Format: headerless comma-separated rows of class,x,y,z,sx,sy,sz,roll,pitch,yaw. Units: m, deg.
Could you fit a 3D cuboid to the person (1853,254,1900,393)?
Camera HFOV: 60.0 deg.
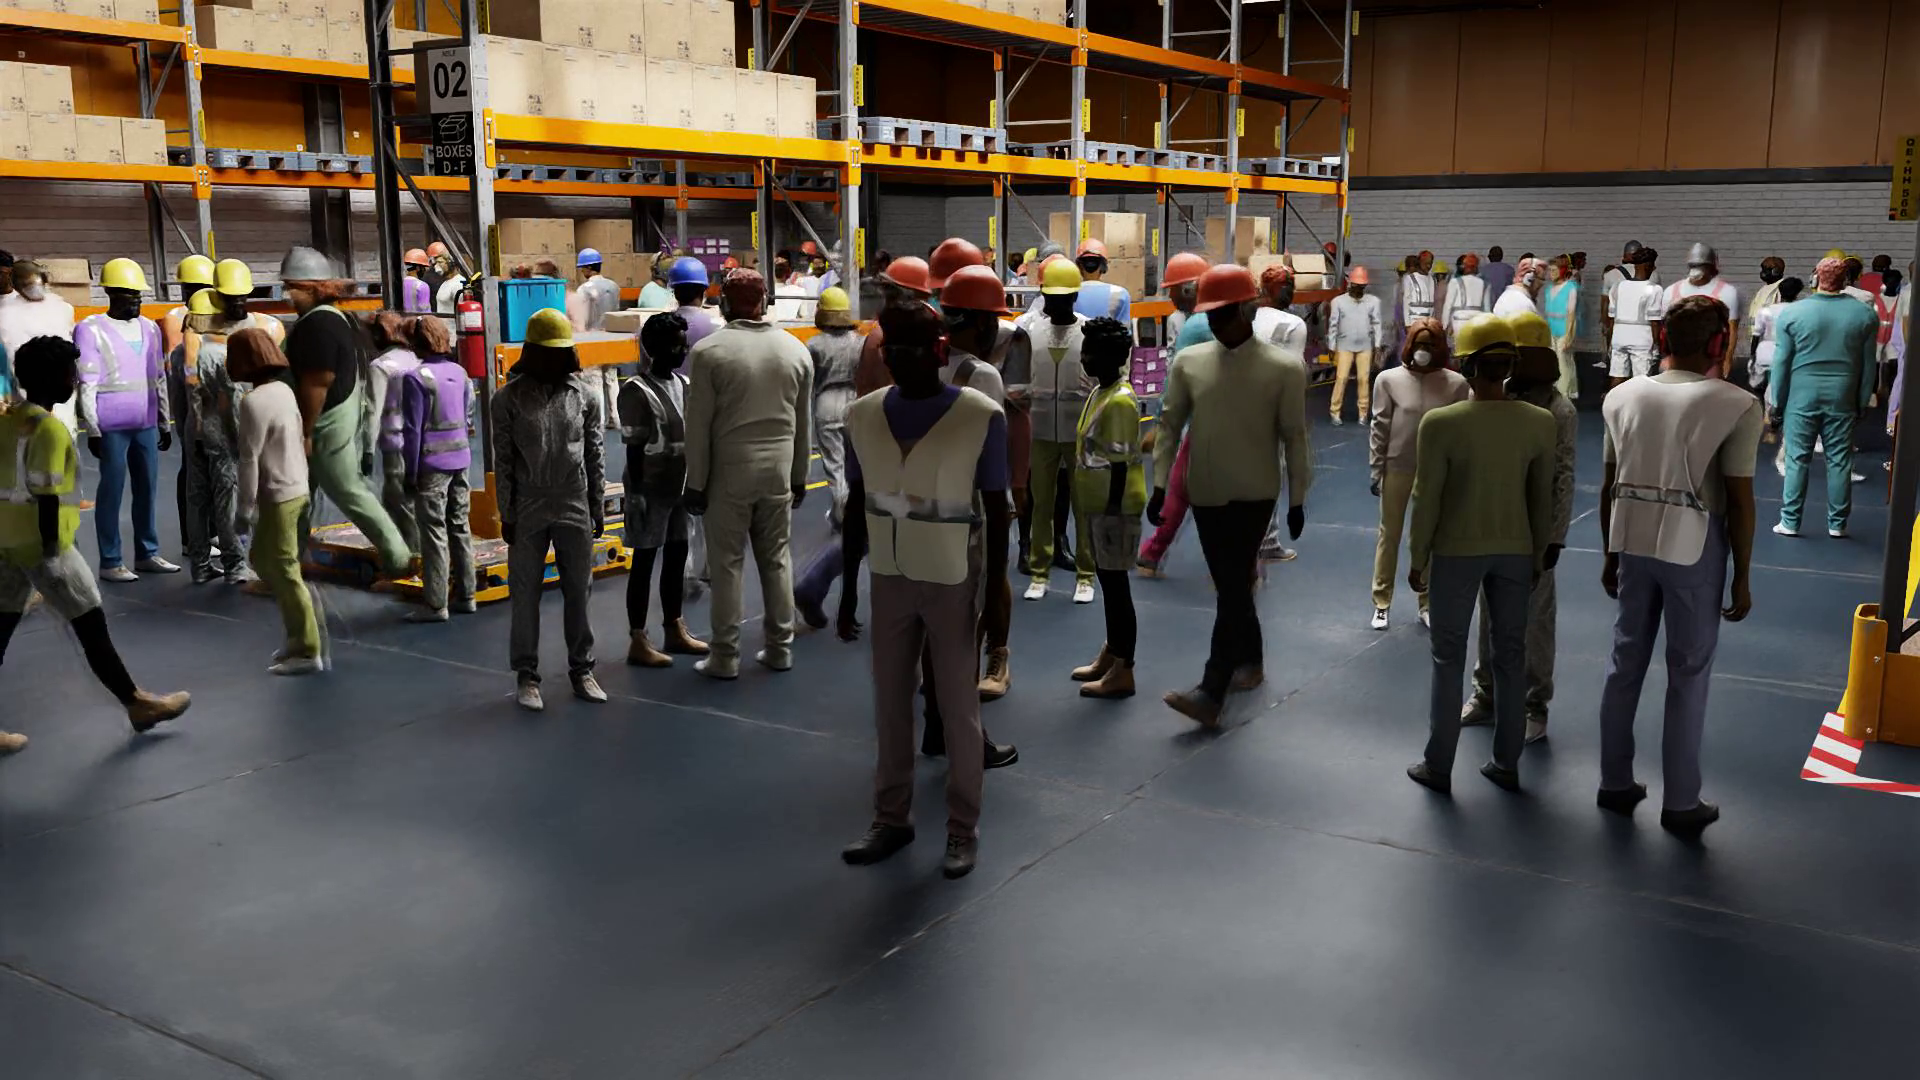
person,12.160,-2.868,22.120,0.432,1.836,0.631,-6,12,-30

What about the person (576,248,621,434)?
person,-3.790,-2.071,17.403,0.422,1.933,0.616,6,12,29

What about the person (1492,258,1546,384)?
person,4.255,-1.233,12.904,0.506,1.891,0.811,2,10,9

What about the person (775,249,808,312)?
person,-2.440,-3.237,24.021,0.633,1.913,1.023,2,10,12

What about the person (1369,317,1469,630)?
person,2.372,-0.339,8.635,0.497,1.633,0.279,1,10,4

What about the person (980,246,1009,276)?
person,0.401,-3.276,24.097,0.627,1.932,0.371,-1,10,-8

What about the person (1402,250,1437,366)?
person,6.077,-2.871,21.966,0.573,1.887,0.355,-6,12,-32

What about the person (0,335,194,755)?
person,-3.581,0.015,6.601,0.552,1.635,0.872,8,13,38

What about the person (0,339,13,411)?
person,-7.709,-1.180,13.006,0.352,1.739,0.573,5,12,28

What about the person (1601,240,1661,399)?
person,8.493,-2.795,21.119,0.684,2.000,0.536,3,11,17

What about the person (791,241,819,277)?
person,-2.413,-3.572,25.508,0.638,2.014,0.575,5,11,27

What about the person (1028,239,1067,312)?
person,0.793,-1.653,14.788,0.536,2.000,0.688,-2,10,-9

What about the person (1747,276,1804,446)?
person,8.083,-1.764,16.434,0.574,1.664,0.409,4,11,19

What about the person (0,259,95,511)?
person,-6.637,-1.087,12.092,0.369,1.897,0.758,1,10,7

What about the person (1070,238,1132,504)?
person,1.007,-1.283,12.761,0.605,2.035,0.390,1,10,5

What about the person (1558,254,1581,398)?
person,7.780,-2.735,21.317,0.350,1.852,0.527,2,10,10

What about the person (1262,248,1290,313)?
person,4.760,-3.498,25.396,0.835,1.895,0.553,1,10,3

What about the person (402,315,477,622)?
person,-2.780,-0.379,8.872,0.317,1.631,0.520,3,11,17

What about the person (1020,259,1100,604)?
person,0.572,-0.598,9.287,0.587,1.920,0.396,3,11,18

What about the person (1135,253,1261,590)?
person,1.316,-0.679,9.667,1.002,1.929,0.646,3,11,17

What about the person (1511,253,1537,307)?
person,8.458,-3.386,24.979,0.352,1.839,0.500,-5,11,-26

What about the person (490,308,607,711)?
person,-1.758,-0.128,7.195,0.483,1.738,0.320,-6,12,-28

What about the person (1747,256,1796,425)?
person,8.911,-2.194,18.341,0.429,1.841,0.633,0,10,2

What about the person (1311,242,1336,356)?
person,6.247,-4.064,28.313,0.617,1.986,0.408,-4,11,-19

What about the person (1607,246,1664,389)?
person,6.844,-1.986,16.883,0.375,1.959,0.610,-7,12,-33

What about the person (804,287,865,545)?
person,-0.844,-0.821,11.112,0.501,1.703,0.891,-4,11,-23

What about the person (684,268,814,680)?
person,-0.990,-0.304,7.726,0.655,1.897,0.402,-8,13,-38

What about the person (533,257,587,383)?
person,-3.524,-1.544,14.657,0.662,1.884,0.741,4,11,23

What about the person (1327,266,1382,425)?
person,4.329,-2.129,18.265,0.570,1.736,0.384,-1,10,-3

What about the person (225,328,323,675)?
person,-3.195,-0.173,7.744,0.447,1.615,0.511,-1,10,-6

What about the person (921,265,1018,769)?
person,0.032,-0.081,6.401,0.386,1.929,0.543,-6,12,-29

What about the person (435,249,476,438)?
person,-5.167,-1.999,16.991,0.372,1.940,0.632,-6,12,-31

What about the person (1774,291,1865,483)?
person,7.289,-1.293,14.010,0.528,1.624,0.701,-3,11,-17

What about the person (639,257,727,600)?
person,-1.505,-0.629,9.430,0.636,1.919,0.512,2,10,10

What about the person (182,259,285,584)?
person,-4.241,-0.695,9.850,0.592,1.912,0.397,-9,14,-41

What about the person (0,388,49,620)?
person,-5.029,-0.395,8.493,0.514,1.795,0.930,3,11,19
